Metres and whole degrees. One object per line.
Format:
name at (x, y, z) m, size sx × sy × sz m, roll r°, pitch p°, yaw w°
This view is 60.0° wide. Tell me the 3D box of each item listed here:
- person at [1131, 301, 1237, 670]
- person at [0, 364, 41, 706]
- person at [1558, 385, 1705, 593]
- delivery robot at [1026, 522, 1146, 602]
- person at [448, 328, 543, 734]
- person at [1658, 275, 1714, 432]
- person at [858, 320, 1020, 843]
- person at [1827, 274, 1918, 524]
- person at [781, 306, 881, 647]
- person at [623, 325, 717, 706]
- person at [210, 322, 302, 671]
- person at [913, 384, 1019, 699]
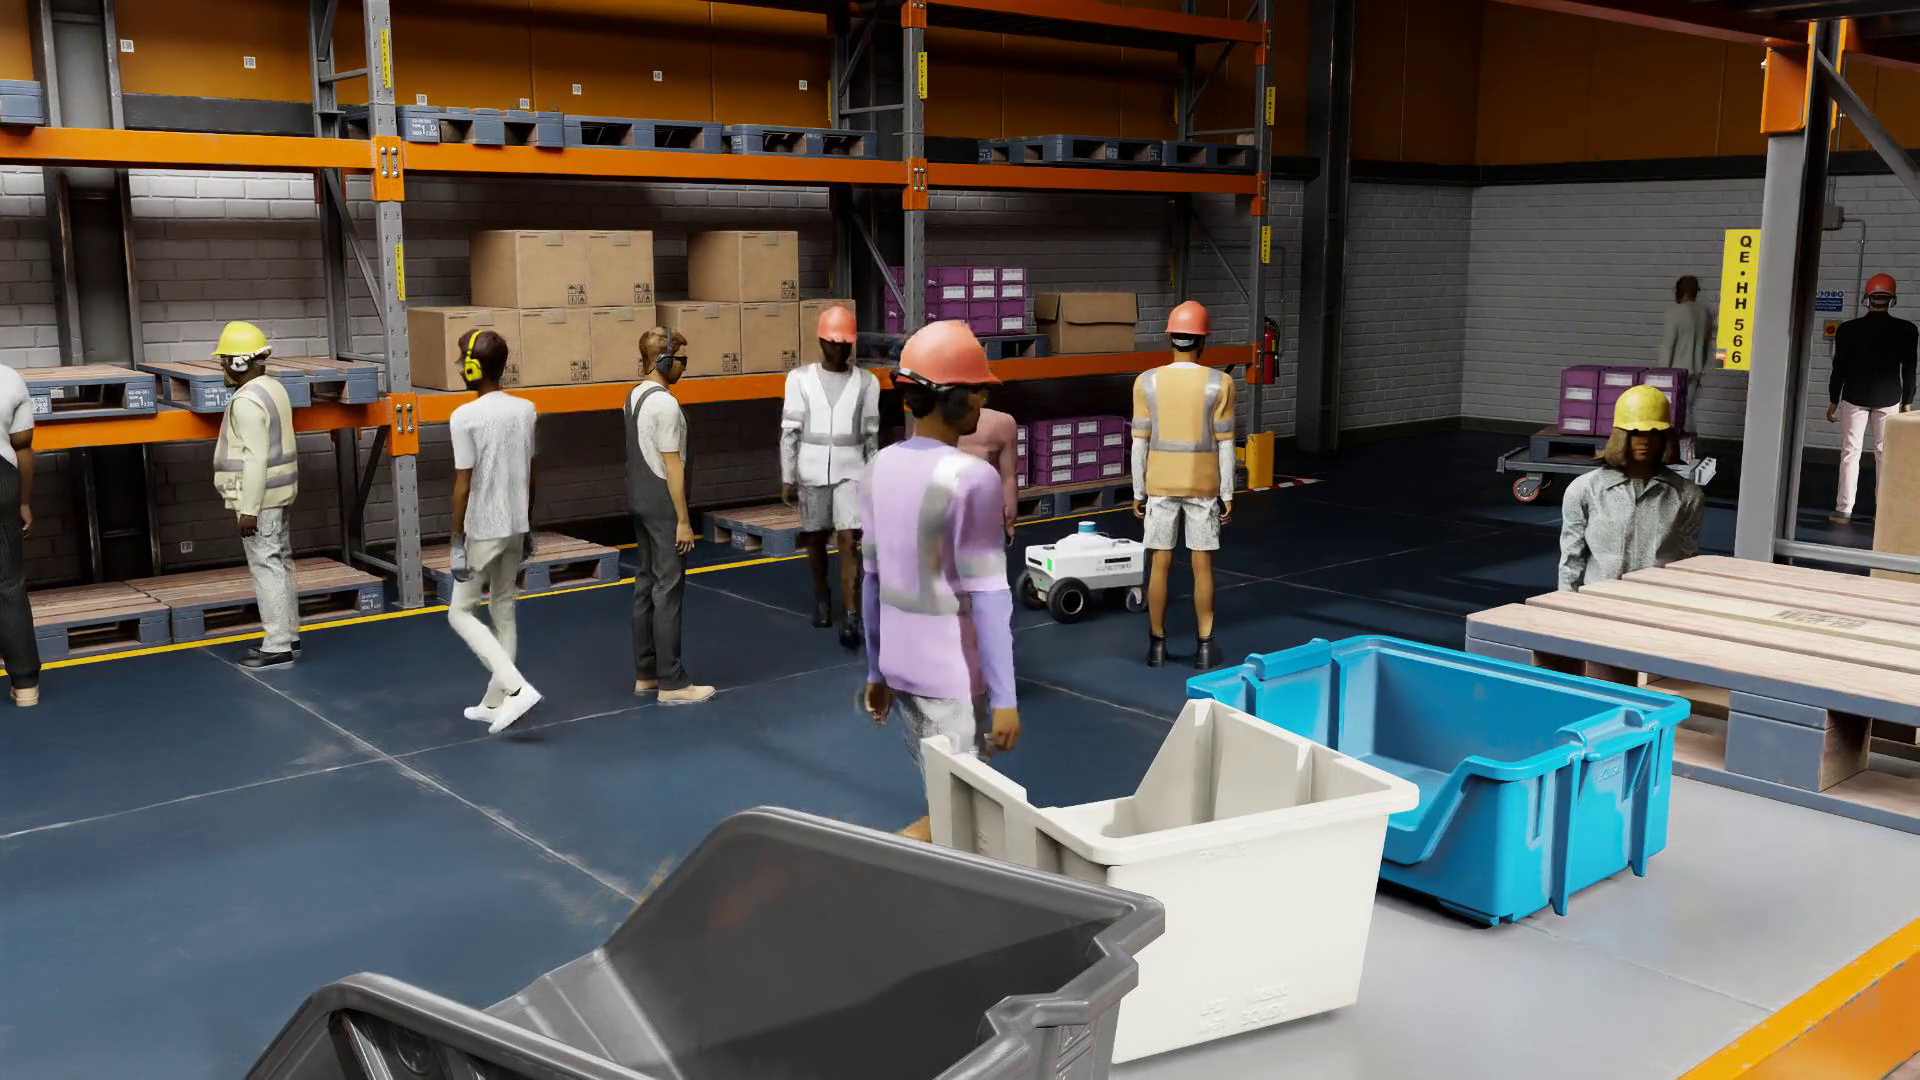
person at (1.180, -0.285, 8.774) m, size 0.552 × 1.935 × 0.374 m, roll 3°, pitch 10°, yaw 14°
person at (-4.771, -0.177, 7.884) m, size 0.683 × 2.000 × 0.536 m, roll -9°, pitch 14°, yaw -43°
person at (2.374, 0.320, 5.929) m, size 0.486 × 1.744 × 0.310 m, roll 1°, pitch 10°, yaw 7°
delivery robot at (0.765, 0.132, 10.048) m, size 0.707 × 0.478 × 0.477 m, roll -5°, pitch 11°, yaw -24°
person at (-2.122, -0.029, 7.570) m, size 0.574 × 1.855 × 0.552 m, roll 6°, pitch 12°, yaw 32°
person at (7.015, -1.609, 16.202) m, size 0.660 × 1.929 × 0.425 m, roll -5°, pitch 11°, yaw -24°
person at (-0.119, 0.374, 4.866) m, size 0.854 × 2.024 × 0.616 m, roll -6°, pitch 12°, yaw -30°
person at (7.255, -1.114, 13.257) m, size 0.622 × 1.992 × 0.394 m, roll 3°, pitch 10°, yaw 15°
person at (-0.723, -0.364, 9.383) m, size 0.558 × 1.889 × 0.974 m, roll -1°, pitch 10°, yaw -3°
person at (-1.444, -0.117, 8.101) m, size 0.345 × 1.842 × 0.504 m, roll -7°, pitch 12°, yaw -34°
person at (-3.697, -0.228, 8.754) m, size 0.404 × 1.829 × 0.600 m, roll -2°, pitch 10°, yaw -9°
person at (0.024, -0.061, 8.024) m, size 0.522 × 1.761 × 0.322 m, roll -2°, pitch 10°, yaw -12°
